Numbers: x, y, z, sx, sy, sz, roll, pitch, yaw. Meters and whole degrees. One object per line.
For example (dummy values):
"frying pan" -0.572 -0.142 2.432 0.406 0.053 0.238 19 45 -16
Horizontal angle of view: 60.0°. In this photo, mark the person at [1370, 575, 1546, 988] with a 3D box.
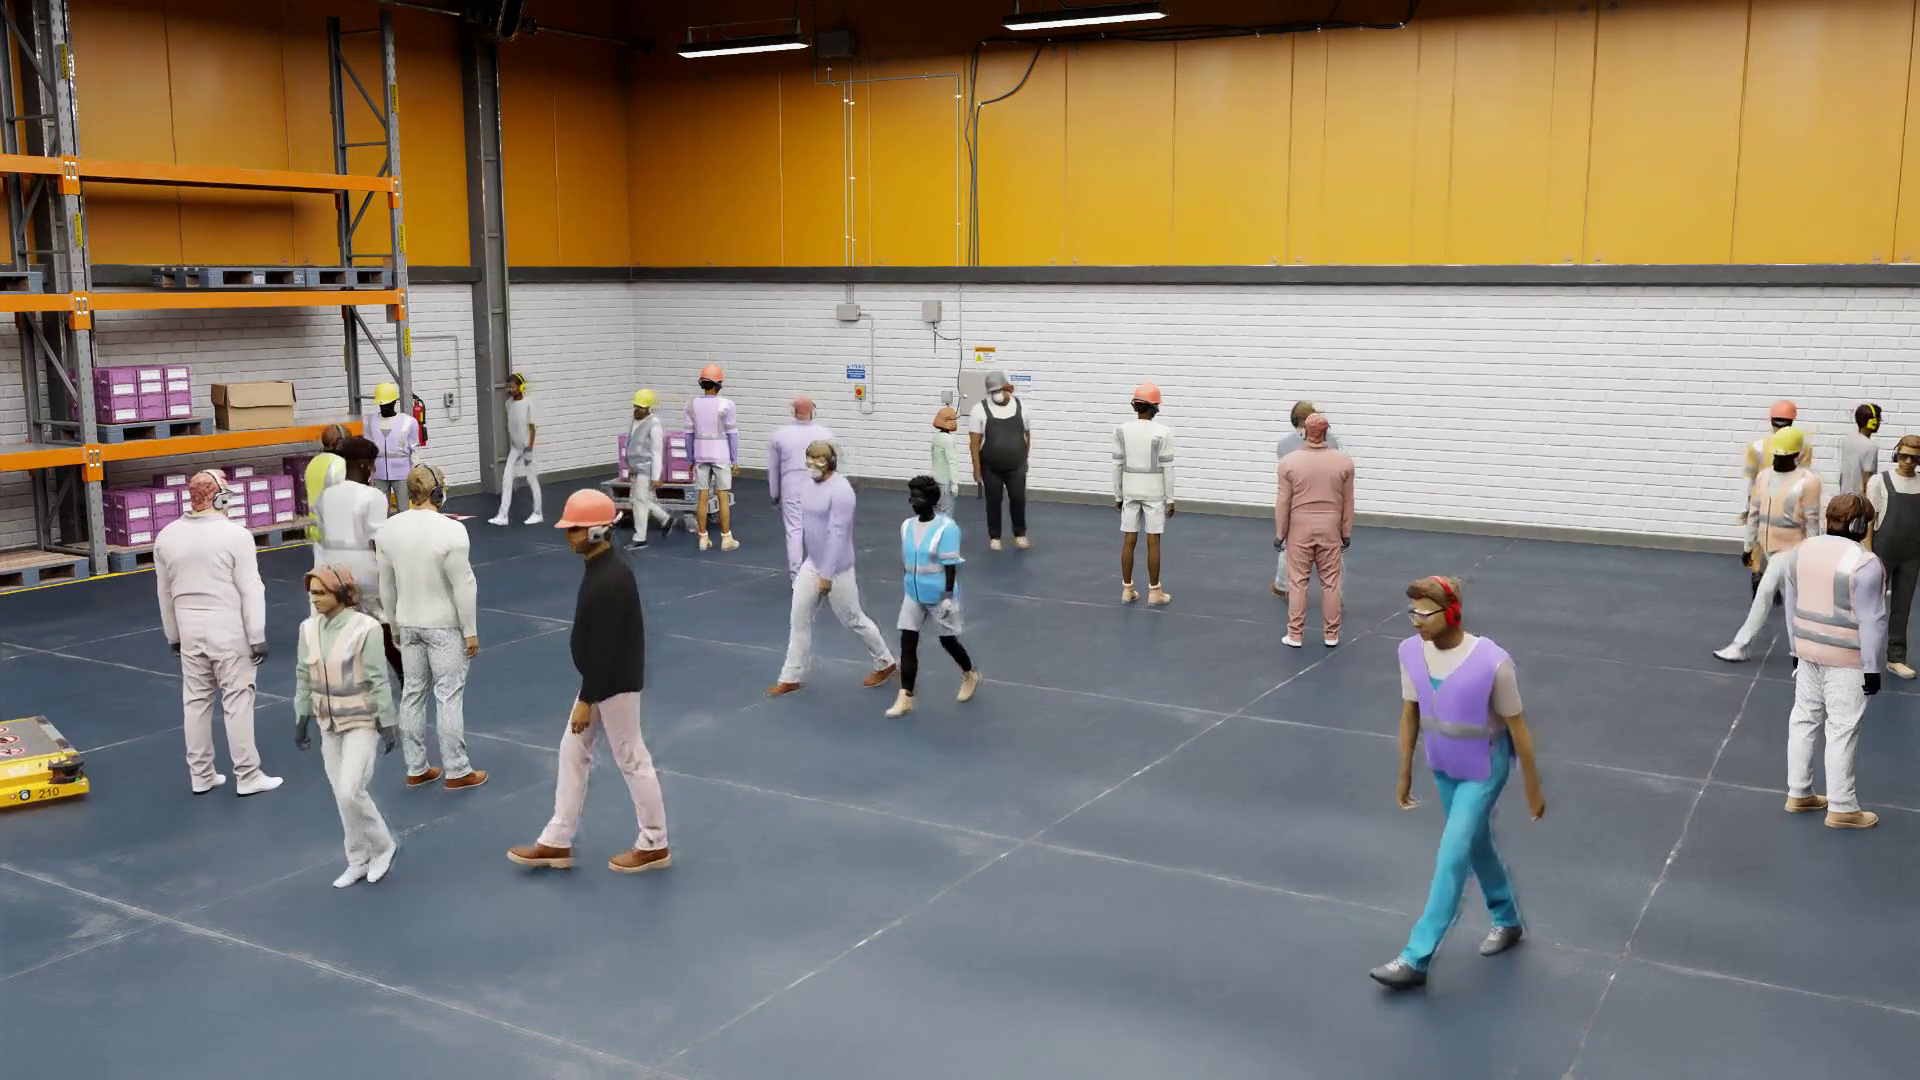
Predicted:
"person" 2.181 1.015 7.166 1.007 1.766 0.607 -5 10 -29

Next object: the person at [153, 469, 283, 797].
"person" -4.303 0.541 9.662 0.643 1.910 0.400 2 9 13

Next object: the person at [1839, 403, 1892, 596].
"person" 8.333 -0.368 15.557 0.880 1.839 0.527 -1 9 -7

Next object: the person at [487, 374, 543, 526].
"person" -5.331 -1.064 19.909 0.538 1.826 0.890 5 10 29

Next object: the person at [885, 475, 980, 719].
"person" -0.177 0.365 11.506 0.536 1.665 0.803 7 11 37

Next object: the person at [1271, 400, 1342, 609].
"person" 3.177 -0.325 15.161 0.629 1.897 1.032 -2 9 -12

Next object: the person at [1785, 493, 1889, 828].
"person" 4.841 0.653 9.177 0.429 1.840 0.621 -3 9 -16

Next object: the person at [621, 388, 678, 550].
"person" -3.413 -0.785 18.273 0.598 1.797 0.612 -6 11 -31

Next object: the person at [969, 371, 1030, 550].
"person" 0.438 -0.882 18.128 0.702 2.000 0.608 -1 9 -9

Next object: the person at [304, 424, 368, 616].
"person" -4.985 -0.043 13.612 0.650 1.808 0.841 7 12 38

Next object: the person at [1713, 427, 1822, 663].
"person" 6.406 0.036 12.985 1.054 1.864 0.620 -2 9 -14

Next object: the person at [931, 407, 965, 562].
"person" -0.146 -0.580 17.503 0.278 1.634 0.498 -4 10 -23

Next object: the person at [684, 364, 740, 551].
"person" -2.707 -0.900 18.230 0.605 2.045 0.385 2 9 13

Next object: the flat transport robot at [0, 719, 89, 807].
"flat transport robot" -5.722 1.311 9.942 0.652 0.197 1.431 -7 12 -38

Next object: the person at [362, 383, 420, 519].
"person" -5.874 -0.668 17.173 0.585 1.917 0.380 0 9 -3

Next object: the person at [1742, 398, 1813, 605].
"person" 7.348 -0.316 15.012 0.546 1.916 0.789 5 10 29

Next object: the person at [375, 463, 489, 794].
"person" -3.083 0.517 9.712 0.627 1.941 0.371 3 10 19

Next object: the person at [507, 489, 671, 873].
"person" -1.885 0.729 8.288 0.913 1.957 0.634 -3 10 -18

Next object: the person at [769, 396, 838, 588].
"person" -1.513 -0.467 16.114 0.664 1.852 0.986 0 9 -2

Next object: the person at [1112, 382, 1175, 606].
"person" 1.690 -0.417 15.219 0.608 2.044 0.378 5 10 29

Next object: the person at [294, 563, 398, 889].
"person" -3.022 0.918 8.156 0.544 1.623 0.373 4 10 25

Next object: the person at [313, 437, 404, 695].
"person" -4.138 0.239 11.553 0.651 1.900 0.968 3 9 17

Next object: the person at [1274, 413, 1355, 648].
"person" 2.858 -0.070 13.476 0.639 1.910 0.406 0 9 0

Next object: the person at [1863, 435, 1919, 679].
"person" 7.018 0.126 12.456 0.505 1.842 0.348 0 9 1

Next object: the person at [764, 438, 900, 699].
"person" -0.890 0.193 11.967 1.002 1.894 0.623 -7 11 -36
